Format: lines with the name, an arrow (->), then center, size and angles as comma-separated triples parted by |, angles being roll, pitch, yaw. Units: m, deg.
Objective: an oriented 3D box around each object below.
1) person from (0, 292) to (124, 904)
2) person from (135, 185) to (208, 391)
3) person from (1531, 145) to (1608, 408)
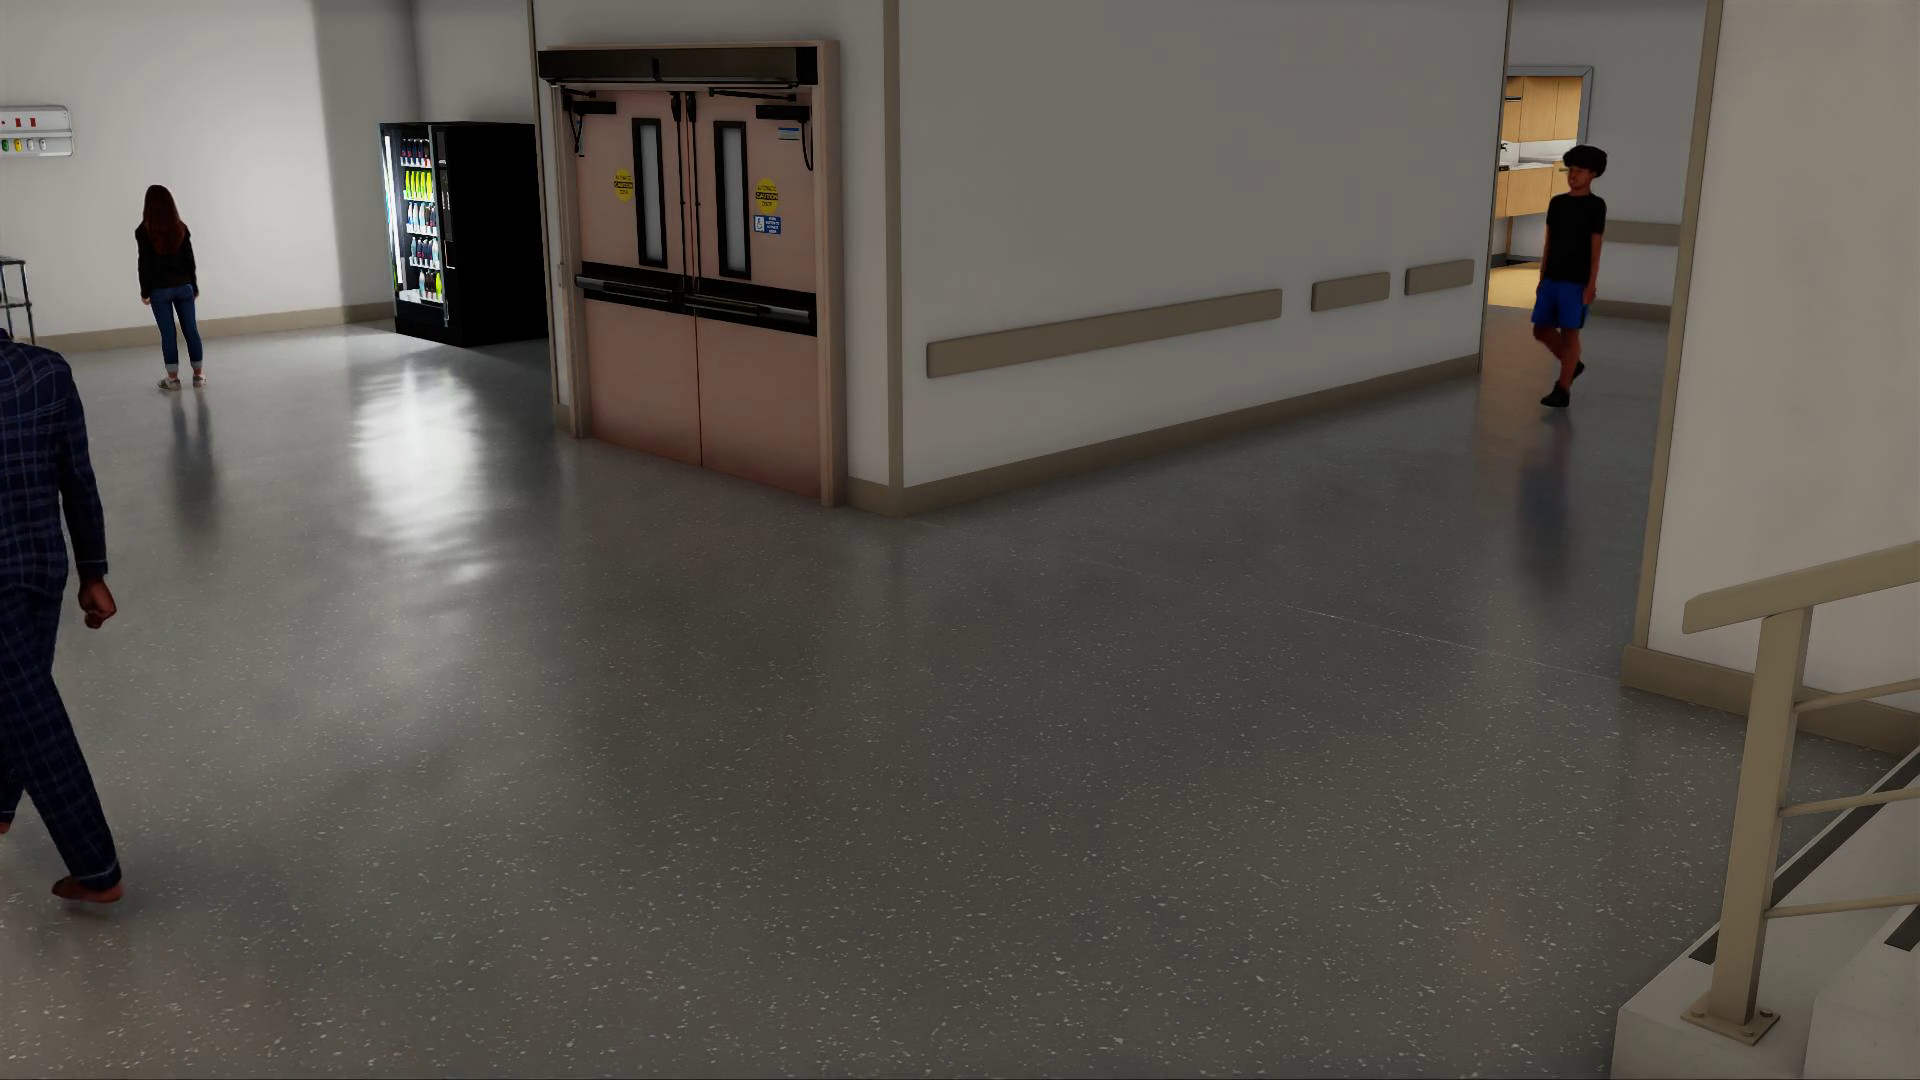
person -> -2.553, 0.154, 4.508 | 1.222, 1.780, 0.891 | 8, 18, 27
person -> -5.778, -1.854, 12.175 | 0.554, 1.483, 0.488 | -15, 21, -42
person -> 4.241, -1.801, 11.445 | 0.751, 1.777, 0.756 | -11, 19, -33
